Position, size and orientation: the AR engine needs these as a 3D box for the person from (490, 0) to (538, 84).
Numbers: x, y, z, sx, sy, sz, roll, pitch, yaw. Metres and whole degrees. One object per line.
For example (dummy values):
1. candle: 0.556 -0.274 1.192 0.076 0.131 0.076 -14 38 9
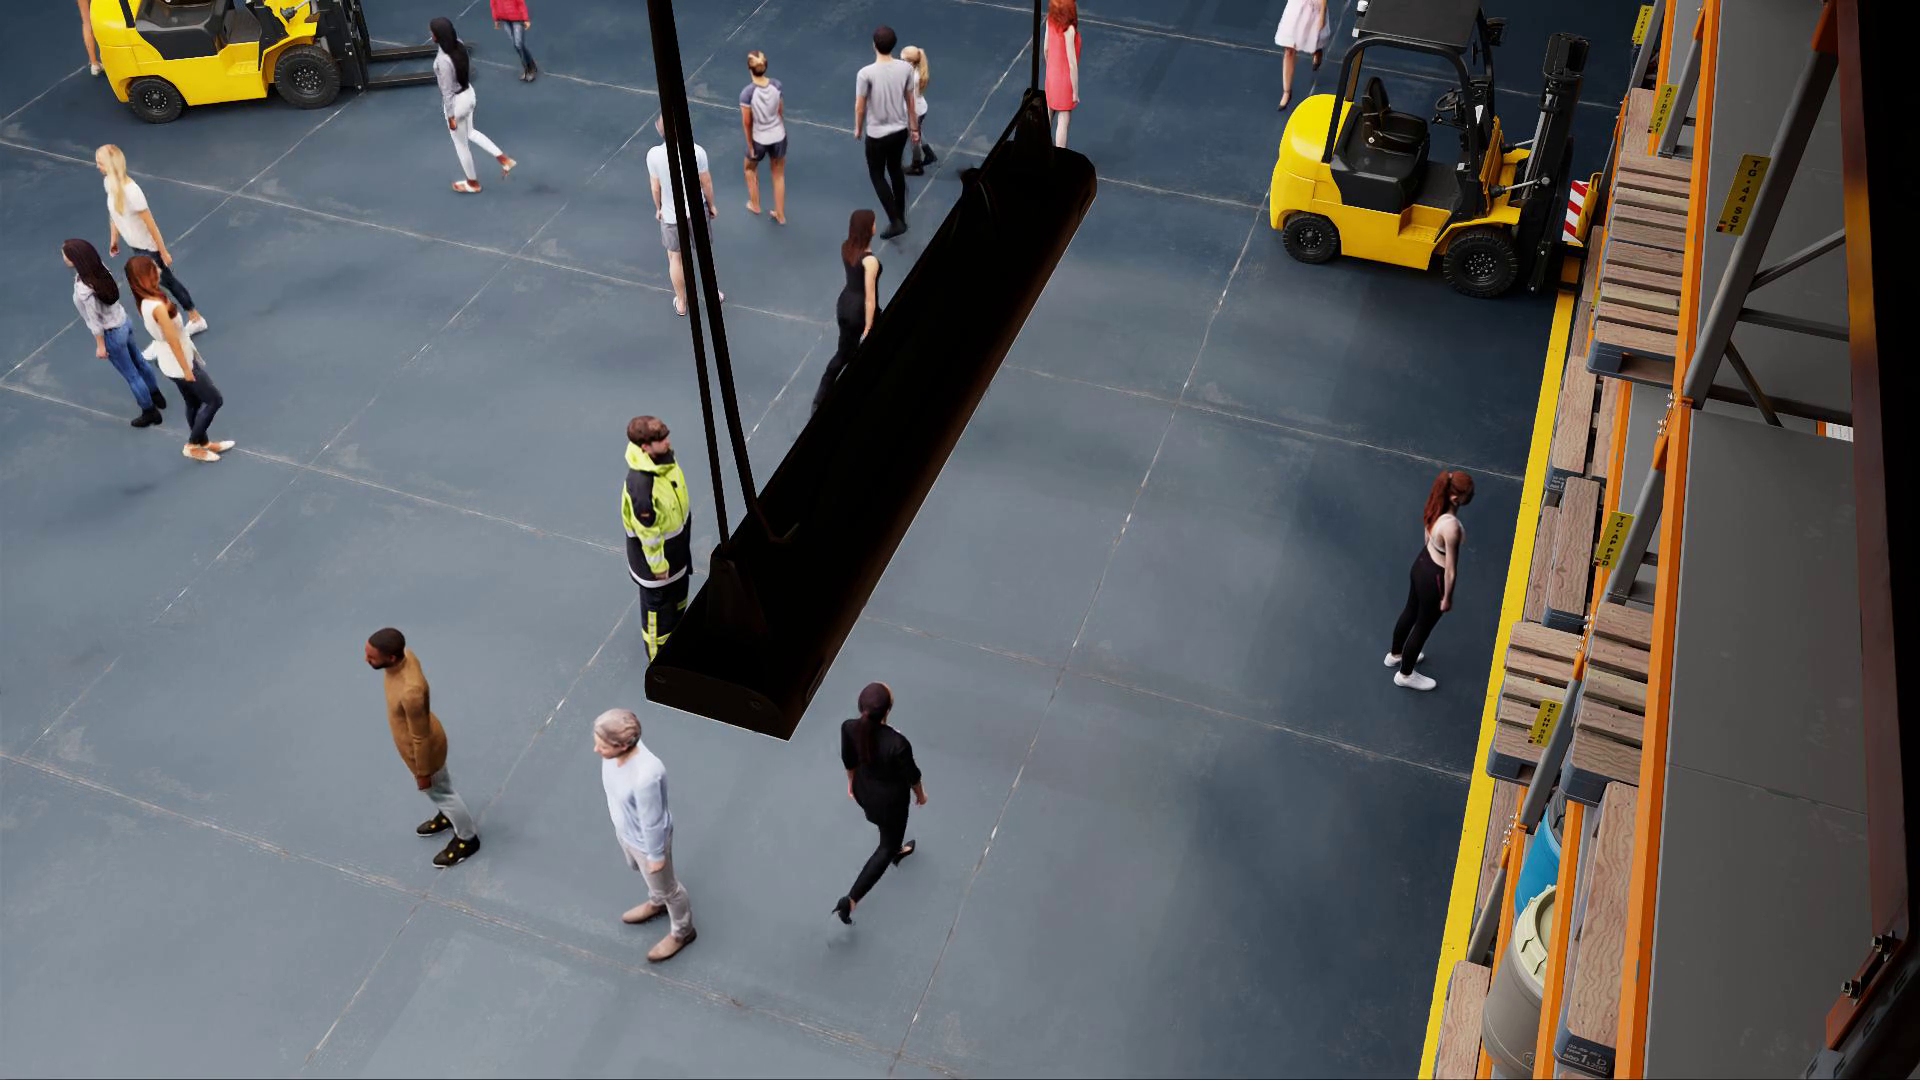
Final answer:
1. person: -4.404 -5.205 16.508 0.529 1.302 0.497 14 45 14

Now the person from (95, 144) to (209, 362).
1. person: -6.352 -2.341 13.147 0.951 1.792 0.834 -30 51 -28

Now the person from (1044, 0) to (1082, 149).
1. person: 0.899 -4.135 15.004 0.703 1.828 0.661 -22 48 -21

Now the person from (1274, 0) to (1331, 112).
1. person: 3.374 -5.068 16.011 0.826 1.789 1.177 25 49 24

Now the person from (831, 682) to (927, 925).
1. person: -0.484 1.485 9.248 0.801 1.630 1.101 29 51 27

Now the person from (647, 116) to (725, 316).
1. person: -2.225 -2.633 13.424 0.729 1.832 0.715 -4 44 -4

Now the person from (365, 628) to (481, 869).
1. person: -3.054 1.145 9.469 0.759 1.817 0.724 -23 48 -23

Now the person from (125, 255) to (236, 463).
1. person: -5.745 -1.259 12.024 0.757 1.774 0.710 -29 51 -27

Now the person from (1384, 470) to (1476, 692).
1. person: 2.961 0.243 10.472 0.720 1.740 0.592 -2 44 -3

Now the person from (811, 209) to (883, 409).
1. person: -0.816 -1.664 12.549 1.215 1.636 1.000 -24 48 -23

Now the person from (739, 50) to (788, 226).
1. person: -1.653 -3.445 14.443 0.763 1.602 0.821 -19 47 -18

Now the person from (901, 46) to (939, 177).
1. person: -0.345 -3.902 15.164 0.587 1.269 0.523 9 44 10

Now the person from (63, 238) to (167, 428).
1. person: -6.323 -1.566 12.448 0.736 1.633 0.604 -4 44 -5

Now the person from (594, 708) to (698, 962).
1. person: -1.703 1.557 8.985 0.764 1.887 0.751 -27 50 -26

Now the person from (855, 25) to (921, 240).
1. person: -0.620 -3.460 14.279 0.925 1.851 0.982 -23 48 -22

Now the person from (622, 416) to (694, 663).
1. person: -1.915 -0.020 10.575 0.884 1.980 0.683 4 44 4

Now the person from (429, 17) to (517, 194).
1. person: -4.359 -3.848 14.786 0.757 1.713 0.838 7 44 8
